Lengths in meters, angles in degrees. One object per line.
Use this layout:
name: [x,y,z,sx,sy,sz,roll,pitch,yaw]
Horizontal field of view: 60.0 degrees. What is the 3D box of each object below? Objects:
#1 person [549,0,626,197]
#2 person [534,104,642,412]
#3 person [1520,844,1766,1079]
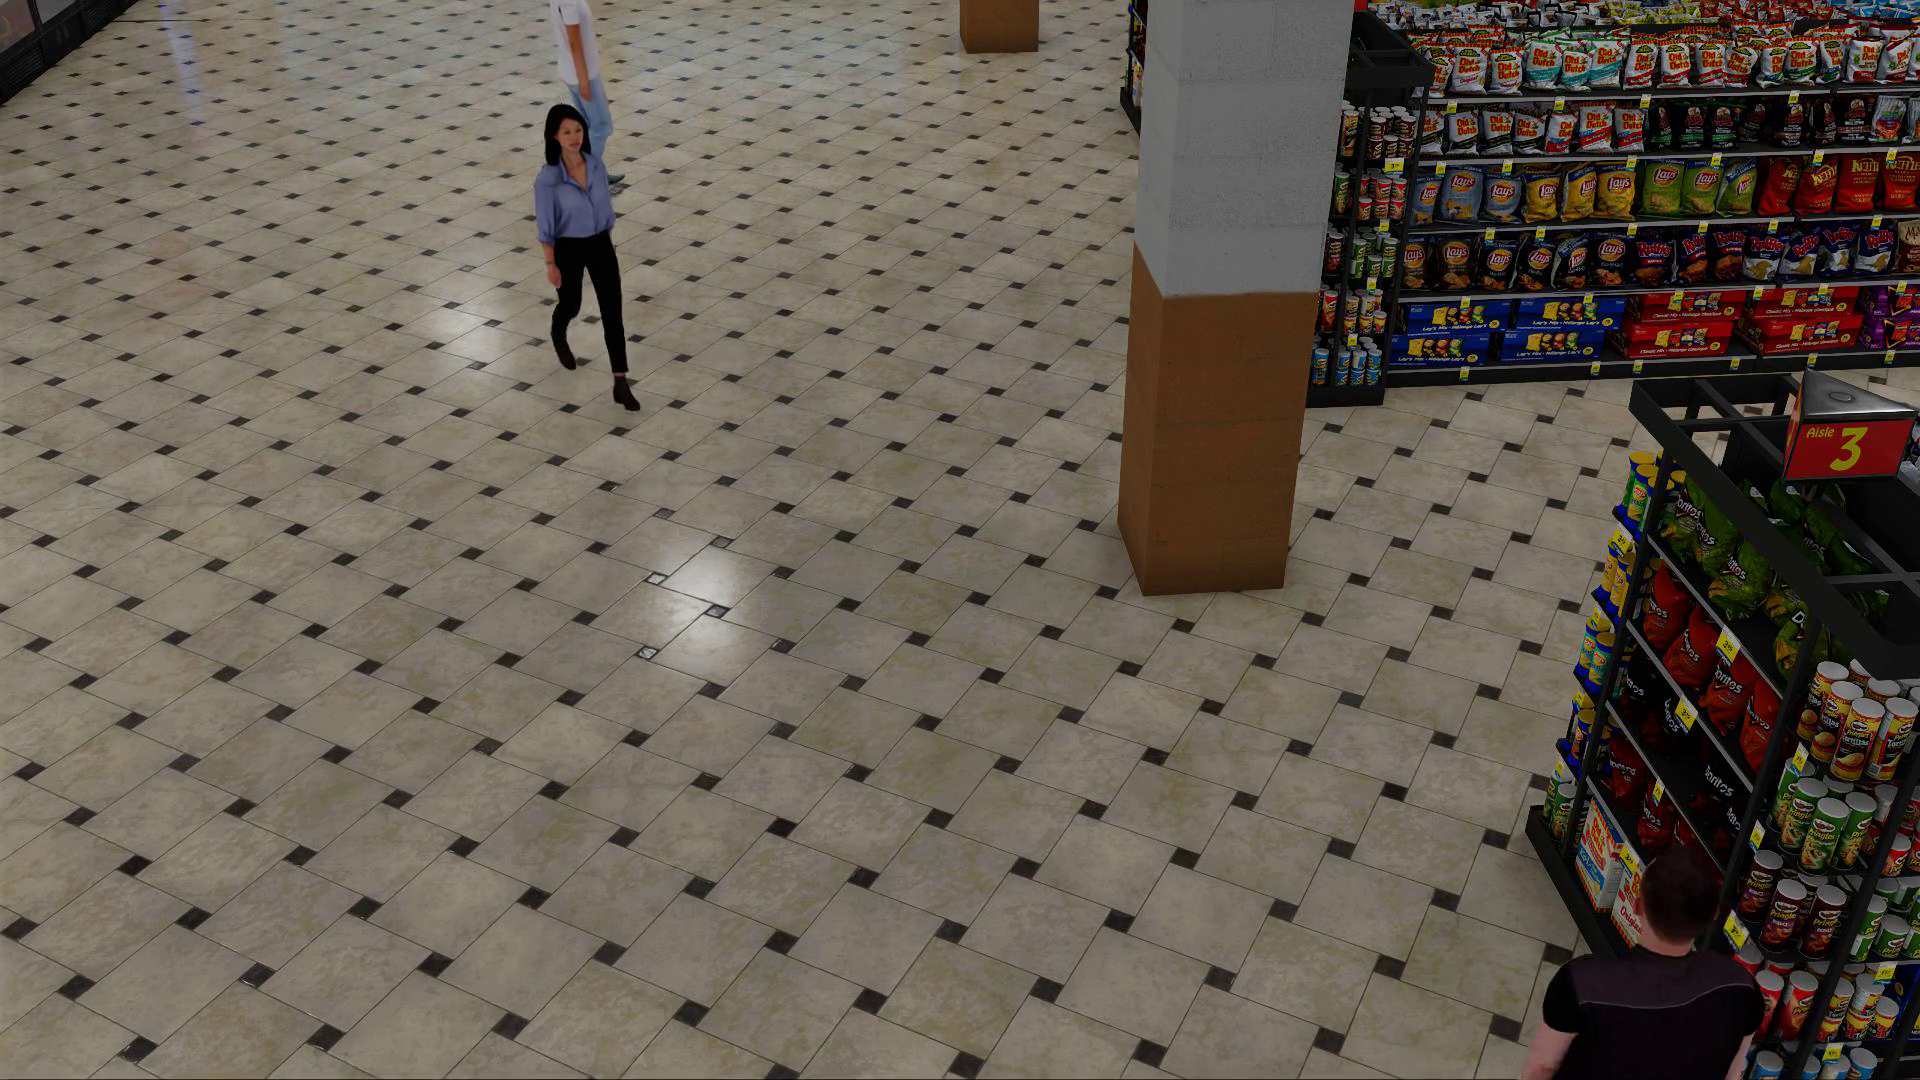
person: [-2.851,-3.457,12.273,0.765,1.859,0.781,-12,34,-19]
person: [-2.193,-1.612,9.454,1.185,1.704,1.132,-23,39,-32]
person: [1.695,1.565,4.229,0.596,1.830,0.766,1,32,1]
